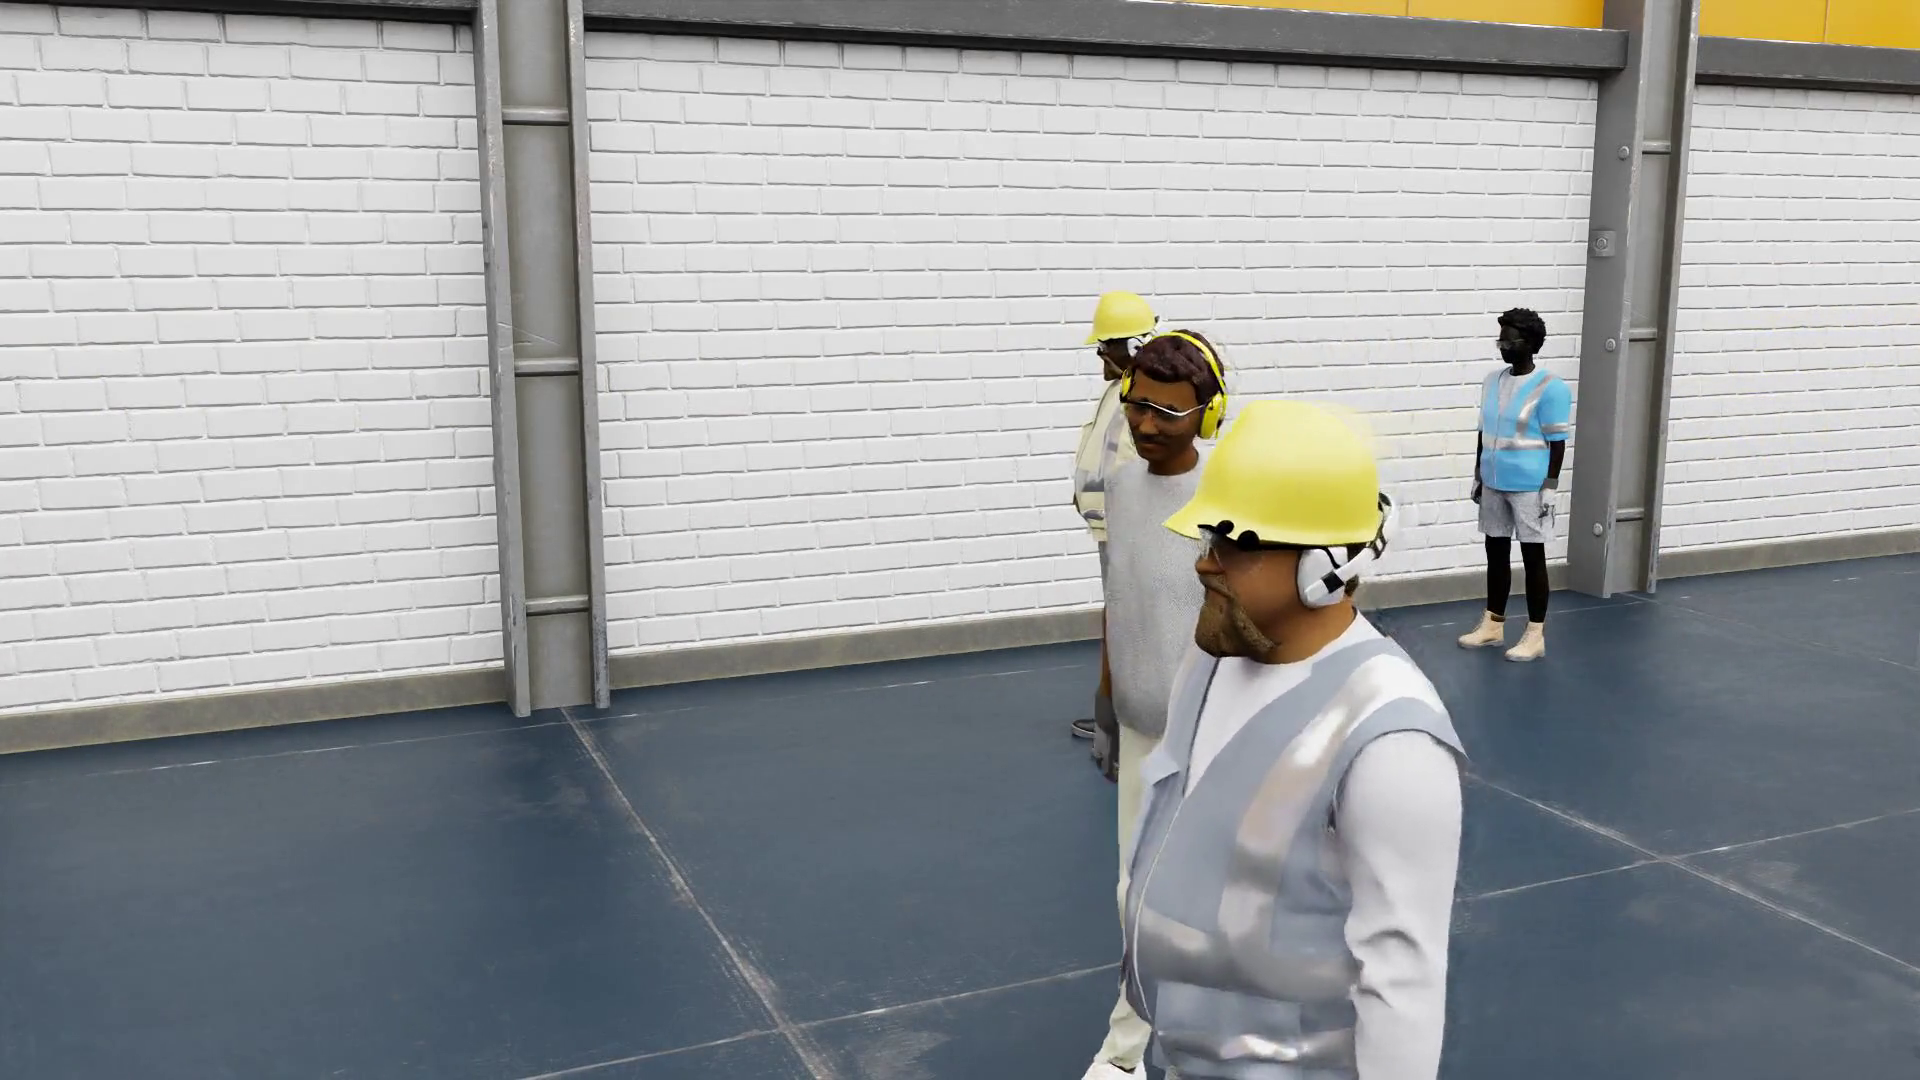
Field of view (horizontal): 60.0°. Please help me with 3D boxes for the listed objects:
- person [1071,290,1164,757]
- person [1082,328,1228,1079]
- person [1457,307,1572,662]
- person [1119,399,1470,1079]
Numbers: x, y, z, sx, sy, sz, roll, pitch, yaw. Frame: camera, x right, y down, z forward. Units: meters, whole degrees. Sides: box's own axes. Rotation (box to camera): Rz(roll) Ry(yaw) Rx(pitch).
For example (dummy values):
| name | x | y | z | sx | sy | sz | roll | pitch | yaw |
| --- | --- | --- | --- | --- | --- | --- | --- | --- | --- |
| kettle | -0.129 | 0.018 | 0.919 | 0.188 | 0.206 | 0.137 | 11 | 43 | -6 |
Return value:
| name | x | y | z | sx | sy | sz | roll | pitch | yaw |
| --- | --- | --- | --- | --- | --- | --- | --- | --- | --- |
| person | 0.645 | -0.055 | 6.505 | 0.403 | 1.825 | 0.586 | -2 | 10 | -8 |
| person | 0.558 | 0.422 | 3.861 | 0.752 | 1.836 | 0.512 | -6 | 12 | -32 |
| person | 2.678 | -0.267 | 8.022 | 0.317 | 1.695 | 0.540 | -5 | 12 | -28 |
| person | 0.491 | 0.698 | 2.366 | 0.675 | 1.816 | 0.603 | -3 | 11 | -14 |
